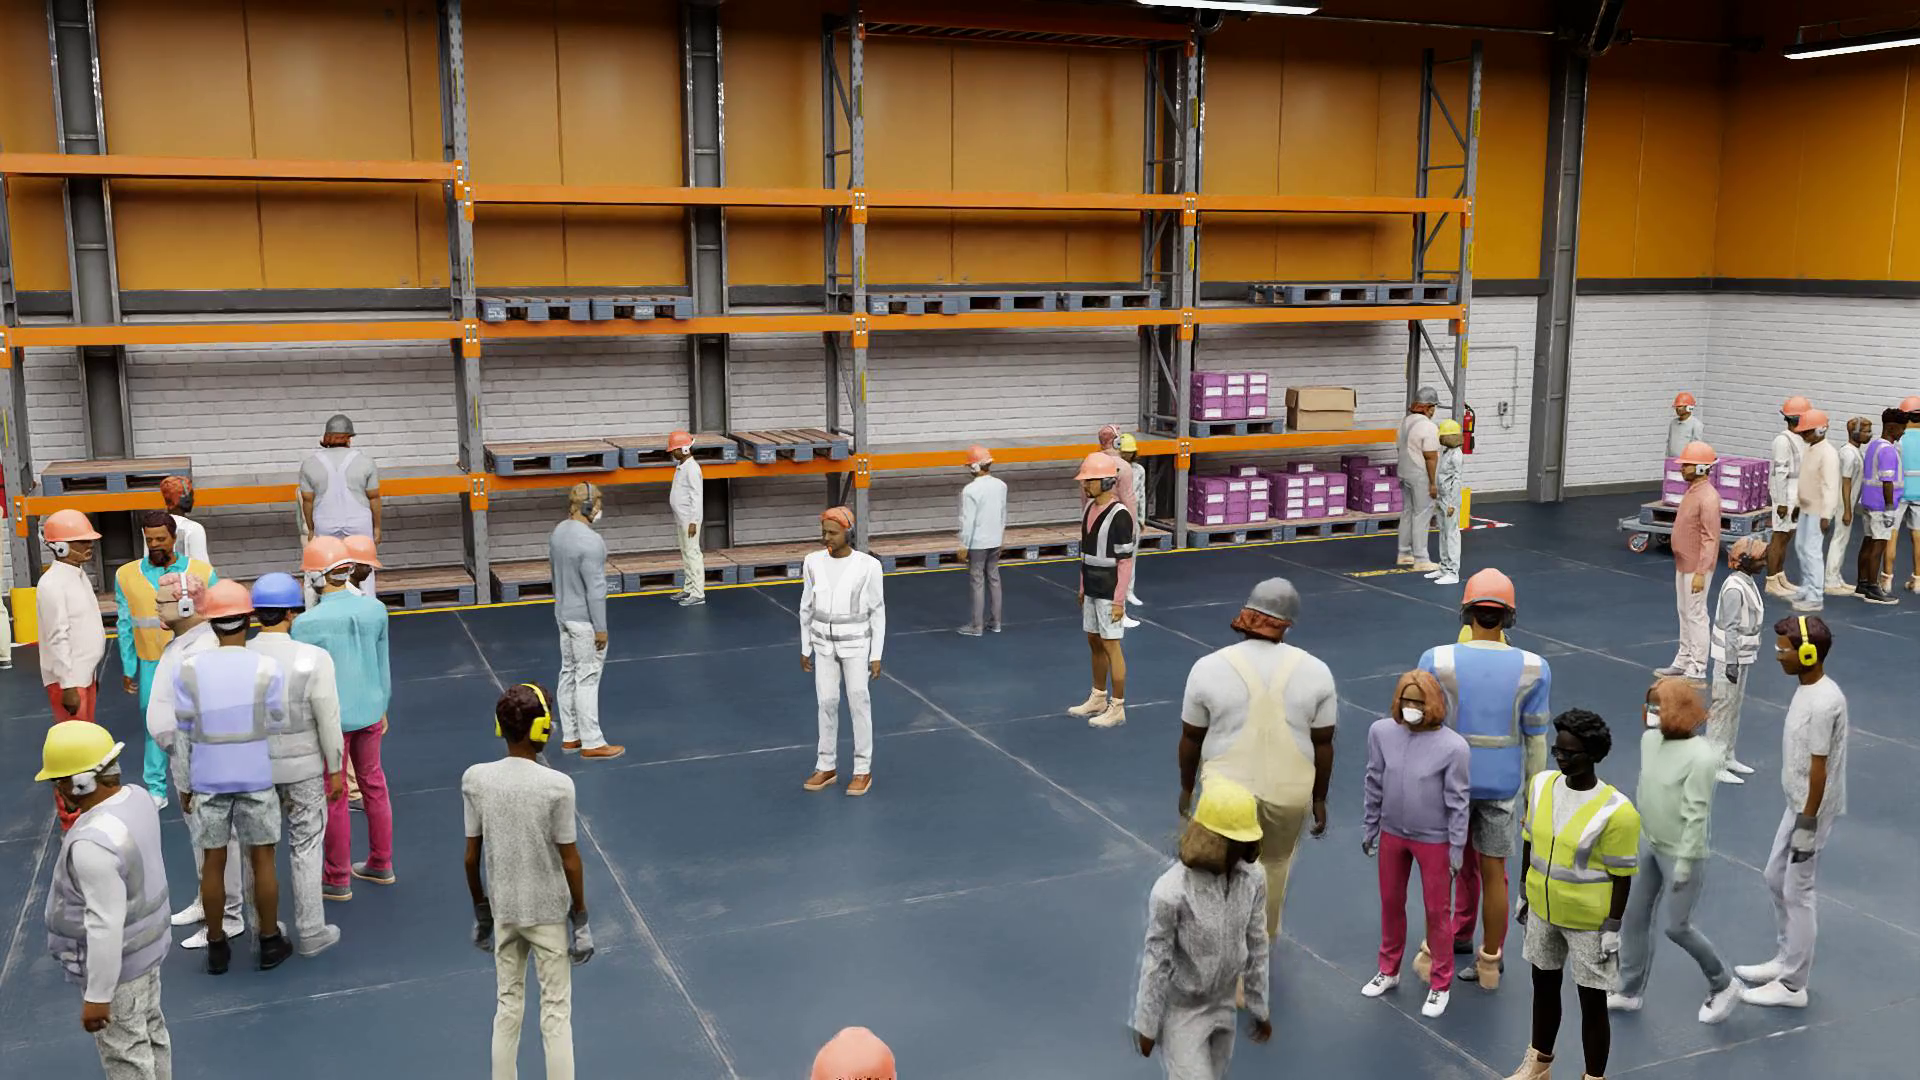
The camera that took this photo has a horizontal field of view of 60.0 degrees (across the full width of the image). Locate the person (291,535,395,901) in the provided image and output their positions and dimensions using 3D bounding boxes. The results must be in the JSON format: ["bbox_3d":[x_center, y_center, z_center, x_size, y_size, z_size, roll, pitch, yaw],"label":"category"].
[{"bbox_3d":[-3.368,0.960,9.051,0.403,1.986,0.611,6,11,30],"label":"person"}]

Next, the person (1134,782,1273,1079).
[{"bbox_3d":[0.854,1.654,5.813,0.495,1.720,0.453,-8,12,-38],"label":"person"}]

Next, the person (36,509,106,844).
[{"bbox_3d":[-5.259,0.804,9.913,0.388,1.995,0.612,-3,10,-15],"label":"person"}]

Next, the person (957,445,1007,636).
[{"bbox_3d":[0.194,0.003,15.239,0.330,1.747,0.588,9,13,41],"label":"person"}]

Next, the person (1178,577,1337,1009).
[{"bbox_3d":[1.388,1.125,7.932,0.705,2.000,0.911,0,10,1],"label":"person"}]

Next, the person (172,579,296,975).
[{"bbox_3d":[-3.527,1.149,8.143,0.584,1.920,0.427,-2,10,-13],"label":"person"}]

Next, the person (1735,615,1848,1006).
[{"bbox_3d":[3.874,1.261,7.700,0.385,1.856,0.539,3,10,18],"label":"person"}]

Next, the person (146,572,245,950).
[{"bbox_3d":[-3.895,1.101,8.456,0.409,1.908,0.647,-7,12,-34],"label":"person"}]

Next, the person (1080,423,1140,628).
[{"bbox_3d":[1.419,-0.132,15.550,0.409,1.912,0.644,-8,13,-40],"label":"person"}]

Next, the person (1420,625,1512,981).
[{"bbox_3d":[2.496,1.242,8.062,0.316,1.765,0.523,-3,10,-16],"label":"person"}]

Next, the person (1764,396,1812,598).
[{"bbox_3d":[8.454,-0.441,16.936,0.365,2.048,0.607,8,13,40],"label":"person"}]

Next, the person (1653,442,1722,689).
[{"bbox_3d":[5.891,0.201,13.388,0.381,1.994,0.620,1,10,8],"label":"person"}]

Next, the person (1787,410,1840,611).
[{"bbox_3d":[8.365,-0.290,16.284,0.496,1.967,0.646,1,10,6],"label":"person"}]

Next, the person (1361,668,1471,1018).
[{"bbox_3d":[2.102,1.381,7.675,0.499,1.626,0.302,9,13,41],"label":"person"}]

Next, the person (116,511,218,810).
[{"bbox_3d":[-4.912,0.762,10.373,0.590,1.920,0.399,-2,10,-14],"label":"person"}]

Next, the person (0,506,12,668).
[{"bbox_3d":[-8.143,0.253,13.777,0.327,1.752,0.562,0,10,2],"label":"person"}]

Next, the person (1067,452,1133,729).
[{"bbox_3d":[1.025,0.369,12.281,0.389,2.041,0.614,-4,11,-23],"label":"person"}]

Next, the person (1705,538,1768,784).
[{"bbox_3d":[5.144,0.791,11.039,0.312,1.634,0.514,7,12,34],"label":"person"}]

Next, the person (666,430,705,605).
[{"bbox_3d":[-2.742,-0.227,16.564,0.346,1.744,0.572,-4,11,-23],"label":"person"}]

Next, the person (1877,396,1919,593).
[{"bbox_3d":[9.736,-0.464,17.117,0.613,2.035,0.409,2,10,9],"label":"person"}]

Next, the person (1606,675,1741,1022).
[{"bbox_3d":[3.239,1.403,7.549,0.594,1.614,0.516,-2,10,-13],"label":"person"}]

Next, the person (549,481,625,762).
[{"bbox_3d":[-2.610,0.559,11.507,0.377,1.933,0.629,-8,12,-37],"label":"person"}]

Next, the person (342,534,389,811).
[{"bbox_3d":[-3.798,0.827,10.502,0.344,1.742,0.562,-2,10,-13],"label":"person"}]

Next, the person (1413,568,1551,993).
[{"bbox_3d":[2.449,1.141,7.894,0.611,2.029,0.409,1,10,8],"label":"person"}]

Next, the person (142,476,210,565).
[{"bbox_3d":[-5.676,0.467,12.169,0.587,1.883,0.342,4,11,23],"label":"person"}]

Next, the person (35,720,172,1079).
[{"bbox_3d":[-3.140,1.544,6.150,0.404,1.822,0.589,-2,10,-12],"label":"person"}]

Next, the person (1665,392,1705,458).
[{"bbox_3d":[9.034,-0.974,20.851,0.330,1.750,0.573,-3,10,-16],"label":"person"}]

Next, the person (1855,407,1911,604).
[{"bbox_3d":[9.243,-0.351,16.667,0.379,1.959,0.604,2,10,13],"label":"person"}]

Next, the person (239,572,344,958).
[{"bbox_3d":[-3.362,1.122,8.267,0.612,1.935,0.421,0,10,1],"label":"person"}]

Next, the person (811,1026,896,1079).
[{"bbox_3d":[-0.227,1.973,3.930,0.566,1.731,0.435,2,10,11],"label":"person"}]

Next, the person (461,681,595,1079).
[{"bbox_3d":[-1.664,1.468,6.468,0.518,1.865,0.329,3,10,16],"label":"person"}]

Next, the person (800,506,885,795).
[{"bbox_3d":[-0.767,0.713,10.757,0.584,1.882,0.337,4,11,22],"label":"person"}]

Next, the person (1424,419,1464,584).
[{"bbox_3d":[5.161,-0.410,17.631,0.295,1.745,0.486,0,10,-2],"label":"person"}]

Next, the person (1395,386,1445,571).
[{"bbox_3d":[5.133,-0.697,18.427,0.536,2.000,0.683,-2,10,-12],"label":"person"}]

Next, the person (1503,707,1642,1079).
[{"bbox_3d":[2.469,1.506,6.727,0.318,1.697,0.535,-6,12,-31],"label":"person"}]

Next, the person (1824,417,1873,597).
[{"bbox_3d":[9.072,-0.344,16.999,0.349,1.837,0.502,6,11,29],"label":"person"}]

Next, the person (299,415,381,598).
[{"bbox_3d":[-5.653,-0.149,15.271,0.684,2.000,0.535,-2,10,-11],"label":"person"}]
